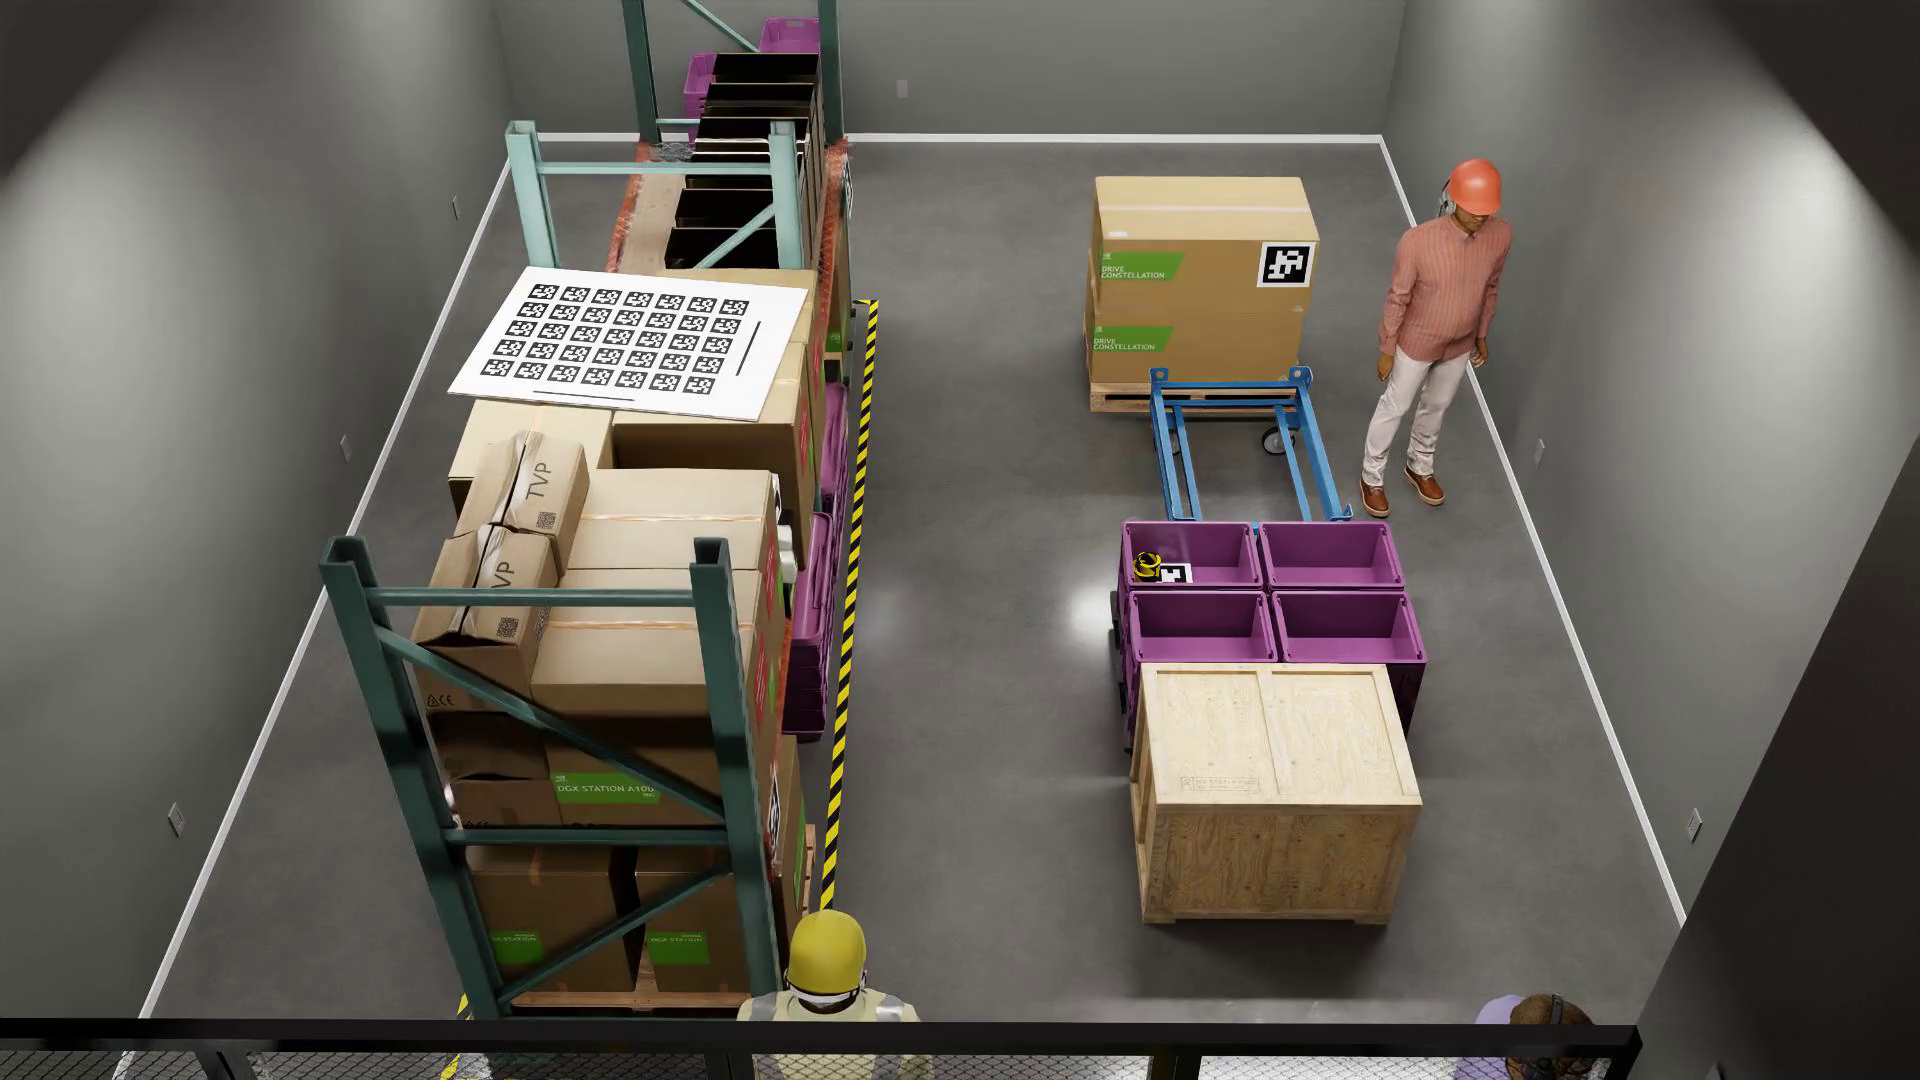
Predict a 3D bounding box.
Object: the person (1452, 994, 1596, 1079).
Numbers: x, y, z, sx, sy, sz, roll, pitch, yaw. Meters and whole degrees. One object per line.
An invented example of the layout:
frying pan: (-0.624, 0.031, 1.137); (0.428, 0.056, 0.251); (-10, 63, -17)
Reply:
person: (1.532, 1.934, 4.908); (0.372, 1.940, 0.627); (11, 42, 12)

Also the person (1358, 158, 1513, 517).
person: (2.350, -0.980, 8.189); (0.623, 1.992, 0.396); (-11, 42, -13)

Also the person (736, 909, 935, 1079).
person: (-0.370, 1.753, 5.194); (0.588, 1.833, 0.404); (0, 41, 0)
